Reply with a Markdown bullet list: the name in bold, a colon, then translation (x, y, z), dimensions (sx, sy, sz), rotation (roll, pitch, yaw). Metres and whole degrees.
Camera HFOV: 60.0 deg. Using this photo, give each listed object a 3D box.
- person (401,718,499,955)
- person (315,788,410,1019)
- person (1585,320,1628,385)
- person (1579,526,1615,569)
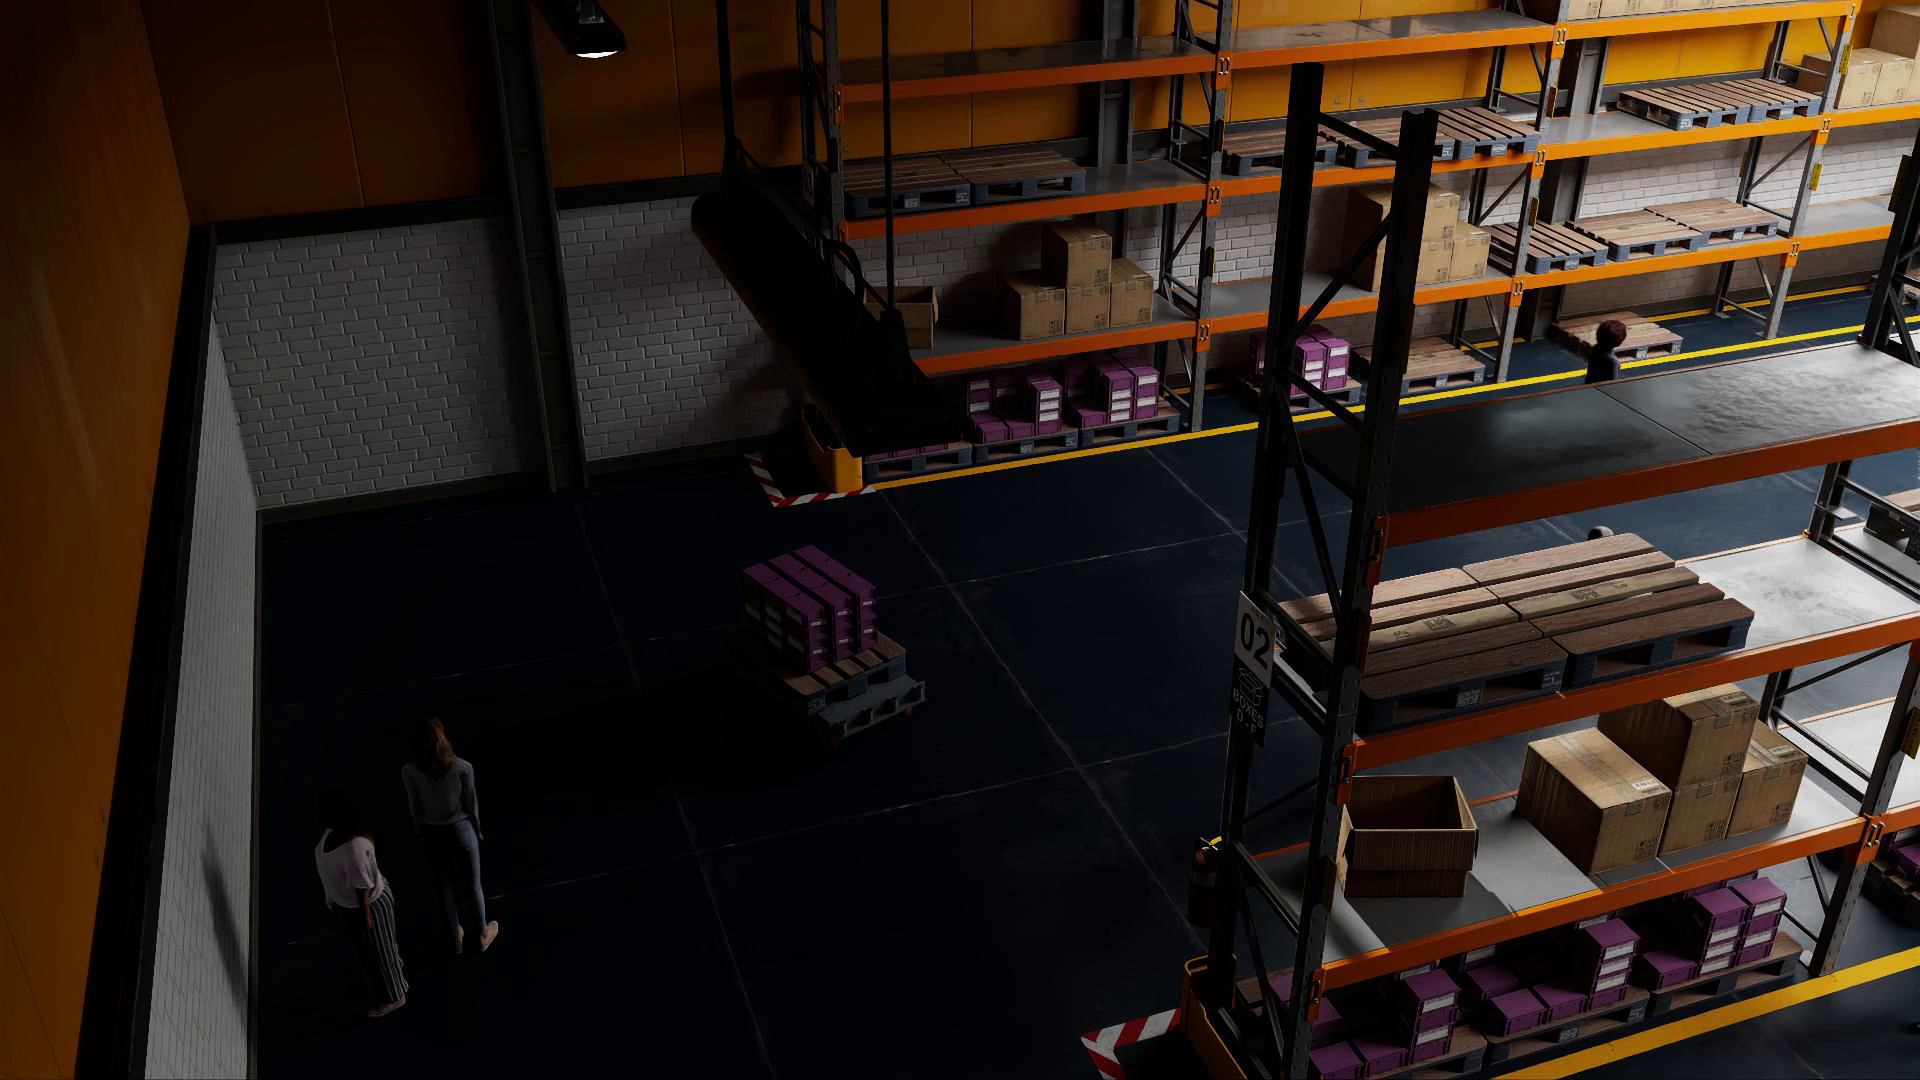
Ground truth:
- **person**: translation (-3.303, 1.914, 10.762), dimensions (0.528, 1.796, 0.698), rotation (-2, 29, -4)
- **person**: translation (-3.713, 2.218, 10.326), dimensions (0.655, 1.679, 0.708), rotation (-14, 32, -25)
- **person**: translation (6.428, -1.427, 16.985), dimensions (0.649, 1.701, 0.658), rotation (-5, 29, -9)
- **person**: translation (4.927, 0.632, 13.294), dimensions (0.974, 1.621, 0.666), rotation (-6, 29, -11)
